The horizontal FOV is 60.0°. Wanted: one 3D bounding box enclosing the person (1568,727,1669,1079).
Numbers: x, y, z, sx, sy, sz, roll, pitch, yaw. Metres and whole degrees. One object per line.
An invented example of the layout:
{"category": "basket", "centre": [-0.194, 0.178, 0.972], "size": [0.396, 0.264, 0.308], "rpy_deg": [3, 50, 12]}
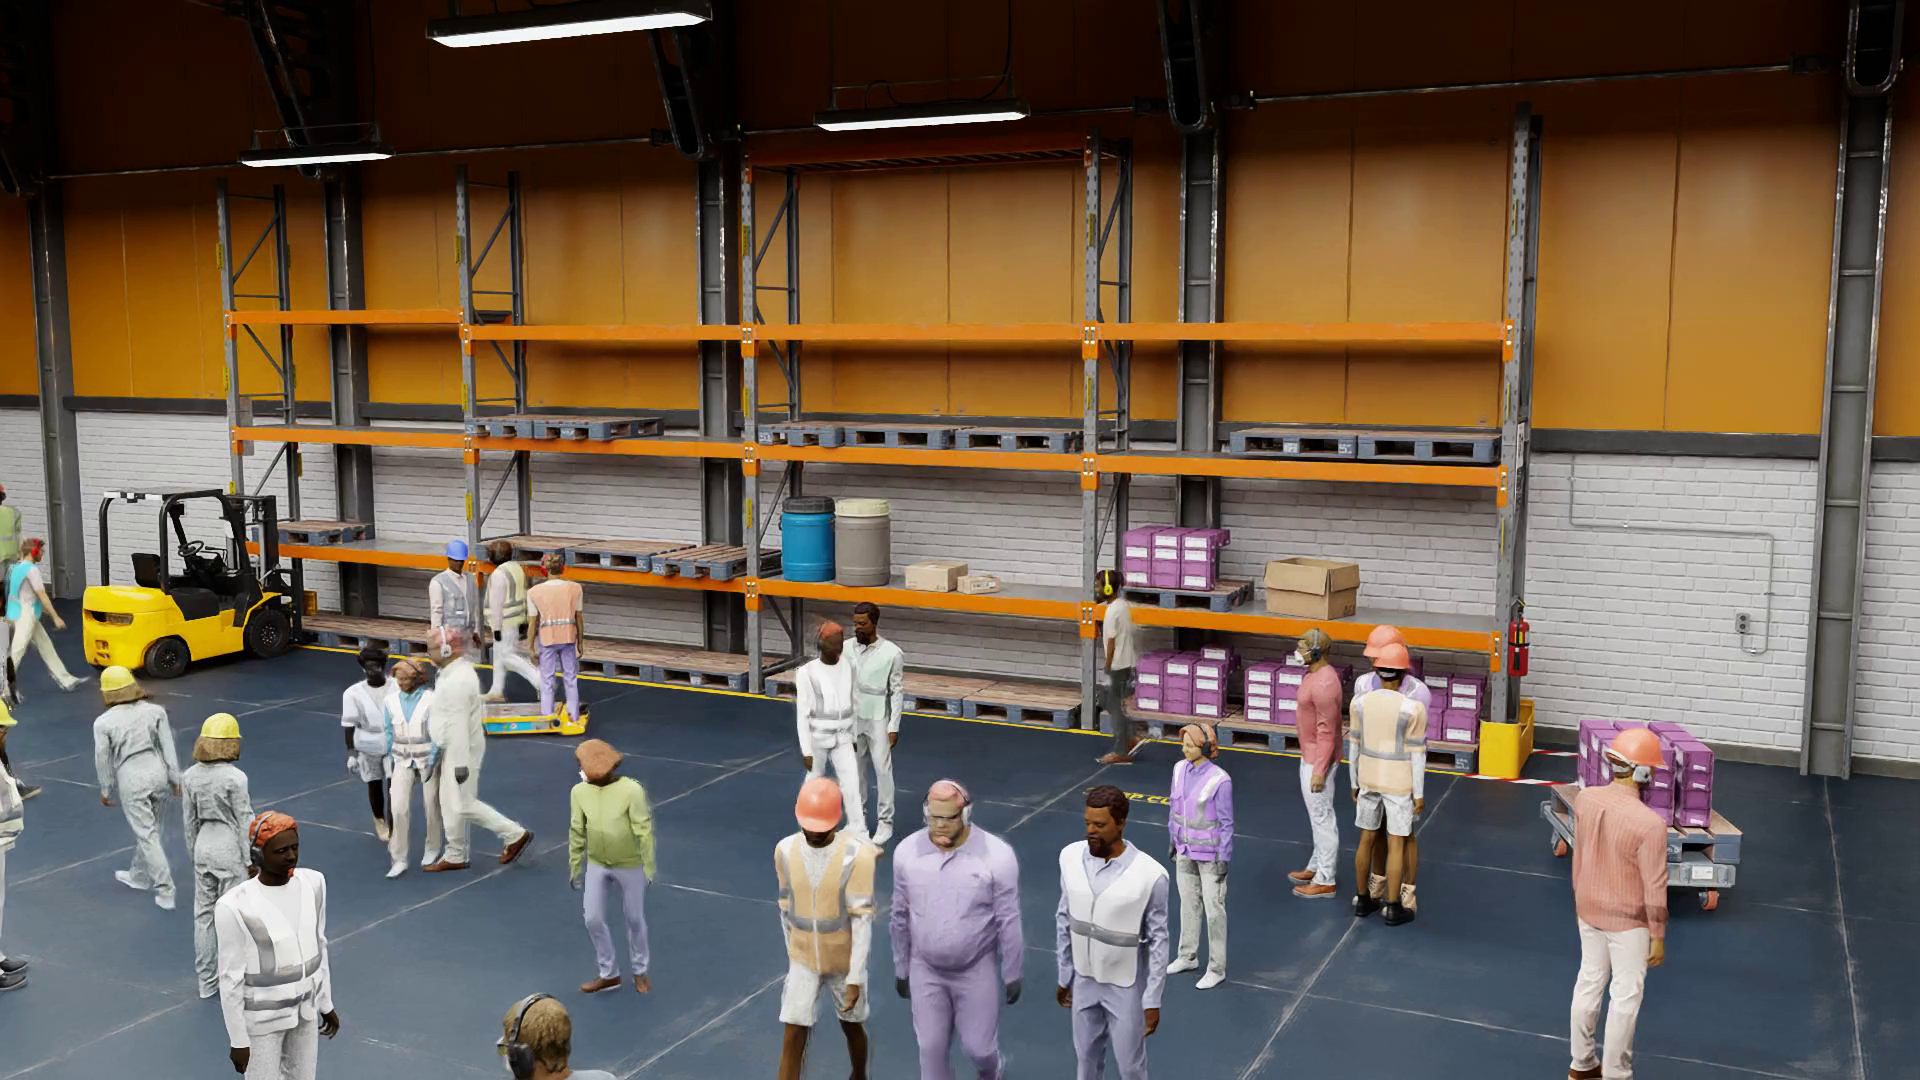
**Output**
{"category": "person", "centre": [3.447, 1.951, 8.679], "size": [0.413, 1.984, 0.624], "rpy_deg": [-3, 7, -21]}

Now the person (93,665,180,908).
{"category": "person", "centre": [-5.821, 1.719, 11.748], "size": [0.839, 1.688, 0.506], "rpy_deg": [5, 9, 37]}

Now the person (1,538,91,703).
{"category": "person", "centre": [-10.214, 0.877, 18.383], "size": [1.000, 1.771, 0.588], "rpy_deg": [-5, 9, -36]}

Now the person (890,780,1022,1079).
{"category": "person", "centre": [-0.007, 2.063, 8.161], "size": [0.675, 1.884, 0.593], "rpy_deg": [2, 7, 15]}

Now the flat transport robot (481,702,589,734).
{"category": "flat transport robot", "centre": [-4.510, 1.813, 16.830], "size": [1.431, 0.197, 0.652], "rpy_deg": [-1, 7, -9]}

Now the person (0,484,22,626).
{"category": "person", "centre": [-13.156, 0.215, 22.788], "size": [0.394, 2.040, 0.608], "rpy_deg": [3, 8, 25]}

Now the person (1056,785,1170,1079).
{"category": "person", "centre": [0.715, 2.083, 7.846], "size": [0.590, 1.919, 0.395], "rpy_deg": [5, 9, 38]}

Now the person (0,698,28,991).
{"category": "person", "centre": [-5.952, 1.851, 10.184], "size": [0.403, 1.821, 0.601], "rpy_deg": [-4, 8, -31]}

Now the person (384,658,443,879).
{"category": "person", "centre": [-4.072, 1.688, 12.357], "size": [0.506, 1.605, 0.741], "rpy_deg": [1, 7, 5]}

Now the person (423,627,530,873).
{"category": "person", "centre": [-3.625, 1.559, 12.366], "size": [0.686, 1.878, 0.669], "rpy_deg": [-2, 7, -19]}

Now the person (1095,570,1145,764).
{"category": "person", "centre": [1.430, 1.190, 15.505], "size": [0.399, 1.847, 0.545], "rpy_deg": [2, 7, 18]}

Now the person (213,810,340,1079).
{"category": "person", "centre": [-3.047, 2.146, 7.475], "size": [0.355, 1.882, 0.576], "rpy_deg": [3, 8, 25]}

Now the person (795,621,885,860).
{"category": "person", "centre": [-0.941, 1.546, 12.592], "size": [0.608, 1.837, 0.951], "rpy_deg": [-5, 8, -35]}

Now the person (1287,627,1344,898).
{"category": "person", "centre": [2.555, 1.583, 11.895], "size": [0.366, 1.938, 0.630], "rpy_deg": [1, 7, 8]}

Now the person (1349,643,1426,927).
{"category": "person", "centre": [2.921, 1.655, 11.363], "size": [0.546, 1.930, 0.390], "rpy_deg": [6, 9, 39]}

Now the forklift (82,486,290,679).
{"category": "forklift", "centre": [-9.426, 0.454, 20.179], "size": [1.214, 2.155, 2.313], "rpy_deg": [3, 8, 26]}

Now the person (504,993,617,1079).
{"category": "person", "centre": [-1.296, 2.389, 5.303], "size": [0.387, 1.928, 0.636], "rpy_deg": [3, 8, 26]}

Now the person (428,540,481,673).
{"category": "person", "centre": [-5.141, 0.963, 16.995], "size": [0.403, 1.944, 0.605], "rpy_deg": [4, 8, 28]}

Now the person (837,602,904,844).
{"category": "person", "centre": [-0.717, 1.434, 13.209], "size": [0.591, 1.919, 0.391], "rpy_deg": [4, 8, 29]}

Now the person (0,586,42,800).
{"category": "person", "centre": [-8.485, 1.291, 14.446], "size": [1.010, 1.919, 0.609], "rpy_deg": [1, 7, 7]}

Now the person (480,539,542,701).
{"category": "person", "centre": [-4.874, 0.893, 18.123], "size": [0.802, 1.818, 0.629], "rpy_deg": [1, 7, 5]}

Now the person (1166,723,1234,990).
{"category": "person", "centre": [1.476, 1.931, 10.248], "size": [0.311, 1.639, 0.521], "rpy_deg": [-5, 8, -33]}

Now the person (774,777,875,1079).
{"category": "person", "centre": [-0.674, 2.069, 8.154], "size": [0.544, 1.870, 0.959], "rpy_deg": [2, 7, 15]}

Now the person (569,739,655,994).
{"category": "person", "centre": [-2.079, 1.975, 10.050], "size": [0.543, 1.598, 0.435], "rpy_deg": [1, 7, 11]}

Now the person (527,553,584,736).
{"category": "person", "centre": [-4.050, 1.055, 16.693], "size": [0.559, 1.836, 0.394], "rpy_deg": [-4, 8, -27]}

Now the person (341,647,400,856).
{"category": "person", "centre": [-4.490, 1.615, 12.866], "size": [0.541, 1.624, 0.905], "rpy_deg": [-3, 7, -22]}

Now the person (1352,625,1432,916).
{"category": "person", "centre": [2.945, 1.588, 11.496], "size": [0.418, 2.036, 0.601], "rpy_deg": [-6, 9, -40]}

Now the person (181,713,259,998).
{"category": "person", "centre": [-4.438, 1.907, 10.050], "size": [0.483, 1.736, 0.315], "rpy_deg": [2, 7, 19]}
